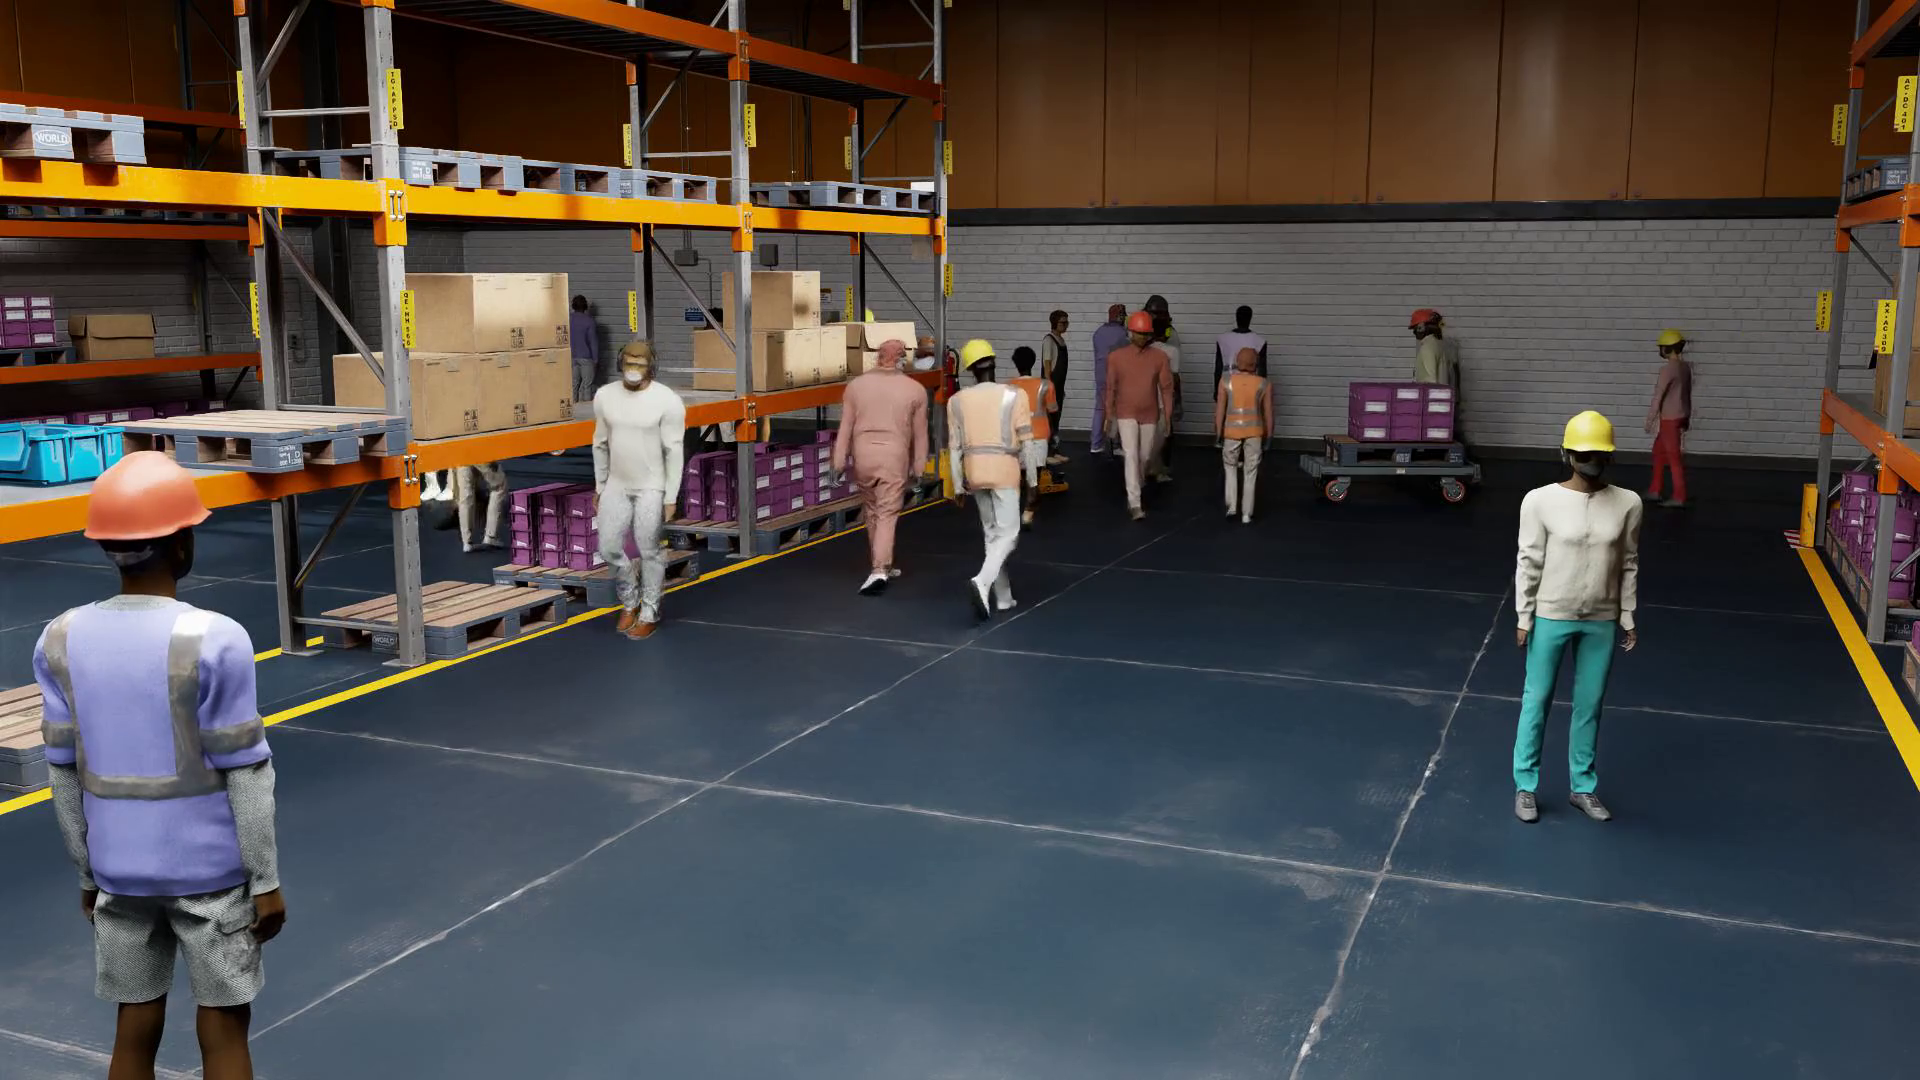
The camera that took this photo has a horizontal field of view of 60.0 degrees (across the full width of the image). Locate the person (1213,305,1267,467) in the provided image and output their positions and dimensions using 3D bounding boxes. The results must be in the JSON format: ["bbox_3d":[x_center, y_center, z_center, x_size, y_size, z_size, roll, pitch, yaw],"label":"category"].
[{"bbox_3d":[3.289,-1.795,19.522,0.623,1.906,0.451,2,10,12],"label":"person"}]

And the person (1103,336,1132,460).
[{"bbox_3d":[2.040,-1.814,19.966,0.613,1.806,0.730,7,12,38],"label":"person"}]

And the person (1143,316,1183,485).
[{"bbox_3d":[2.108,-1.491,17.916,0.553,1.839,0.828,8,12,39],"label":"person"}]

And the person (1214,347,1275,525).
[{"bbox_3d":[2.621,-0.959,15.311,0.551,1.619,0.541,2,10,11],"label":"person"}]

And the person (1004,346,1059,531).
[{"bbox_3d":[0.608,-0.925,15.011,0.530,1.653,0.907,2,10,14],"label":"person"}]

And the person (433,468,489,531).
[{"bbox_3d":[-4.563,-1.076,15.227,0.563,1.903,0.973,3,10,16],"label":"person"}]

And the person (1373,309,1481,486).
[{"bbox_3d":[5.090,-1.516,17.865,1.122,1.914,0.643,5,11,30],"label":"person"}]

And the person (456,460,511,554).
[{"bbox_3d":[-3.940,-0.703,13.730,0.539,1.622,0.496,6,11,33],"label":"person"}]

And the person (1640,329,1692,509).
[{"bbox_3d":[6.883,-1.193,16.339,0.553,1.739,0.685,-9,13,-43],"label":"person"}]

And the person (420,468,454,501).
[{"bbox_3d":[-5.261,-1.290,16.623,0.562,1.849,0.611,4,10,21],"label":"person"}]

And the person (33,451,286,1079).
[{"bbox_3d":[-1.861,0.757,3.952,0.542,1.943,0.348,1,9,8],"label":"person"}]

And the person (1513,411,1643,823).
[{"bbox_3d":[2.620,0.333,7.056,0.527,1.767,0.331,0,9,-1],"label":"person"}]

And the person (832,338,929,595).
[{"bbox_3d":[-0.581,-0.548,12.170,0.681,1.851,0.923,3,10,15],"label":"person"}]

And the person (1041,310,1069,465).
[{"bbox_3d":[1.136,-1.826,19.901,0.325,1.842,0.517,4,10,21],"label":"person"}]

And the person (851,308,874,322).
[{"bbox_3d":[-1.143,-1.612,18.435,0.477,1.901,0.653,-1,9,-3],"label":"person"}]

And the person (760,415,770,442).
[{"bbox_3d":[-2.398,-1.857,19.852,0.556,1.919,0.511,-1,9,-5],"label":"person"}]

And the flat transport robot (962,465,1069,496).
[{"bbox_3d":[0.385,-0.648,17.520,1.431,0.197,0.652,8,13,42],"label":"flat transport robot"}]

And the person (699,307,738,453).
[{"bbox_3d":[-2.362,-1.295,16.313,0.602,1.967,0.366,4,10,24],"label":"person"}]

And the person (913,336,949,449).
[{"bbox_3d":[-0.295,-1.449,18.344,0.544,1.600,0.626,-5,11,-28],"label":"person"}]

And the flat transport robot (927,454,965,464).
[{"bbox_3d":[-0.483,-0.840,18.683,0.652,0.197,1.431,-7,12,-36],"label":"flat transport robot"}]

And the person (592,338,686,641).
[{"bbox_3d":[-2.027,-0.302,10.444,0.664,1.920,0.454,3,10,16],"label":"person"}]

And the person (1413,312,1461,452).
[{"bbox_3d":[5.567,-1.740,19.439,0.619,1.827,0.633,3,10,19],"label":"person"}]

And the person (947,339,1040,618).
[{"bbox_3d":[0.187,-0.402,11.151,0.631,1.885,0.743,4,10,25],"label":"person"}]

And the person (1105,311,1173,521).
[{"bbox_3d":[1.684,-1.191,15.743,0.626,1.958,0.996,-1,9,-6],"label":"person"}]

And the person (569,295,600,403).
[{"bbox_3d":[-5.638,-2.679,24.783,0.636,1.938,0.358,4,10,23],"label":"person"}]

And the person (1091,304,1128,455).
[{"bbox_3d":[1.934,-2.006,20.870,0.404,1.895,0.662,-7,12,-36],"label":"person"}]

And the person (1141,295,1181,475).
[{"bbox_3d":[2.180,-1.760,18.909,0.537,2.000,0.678,-3,10,-19],"label":"person"}]
